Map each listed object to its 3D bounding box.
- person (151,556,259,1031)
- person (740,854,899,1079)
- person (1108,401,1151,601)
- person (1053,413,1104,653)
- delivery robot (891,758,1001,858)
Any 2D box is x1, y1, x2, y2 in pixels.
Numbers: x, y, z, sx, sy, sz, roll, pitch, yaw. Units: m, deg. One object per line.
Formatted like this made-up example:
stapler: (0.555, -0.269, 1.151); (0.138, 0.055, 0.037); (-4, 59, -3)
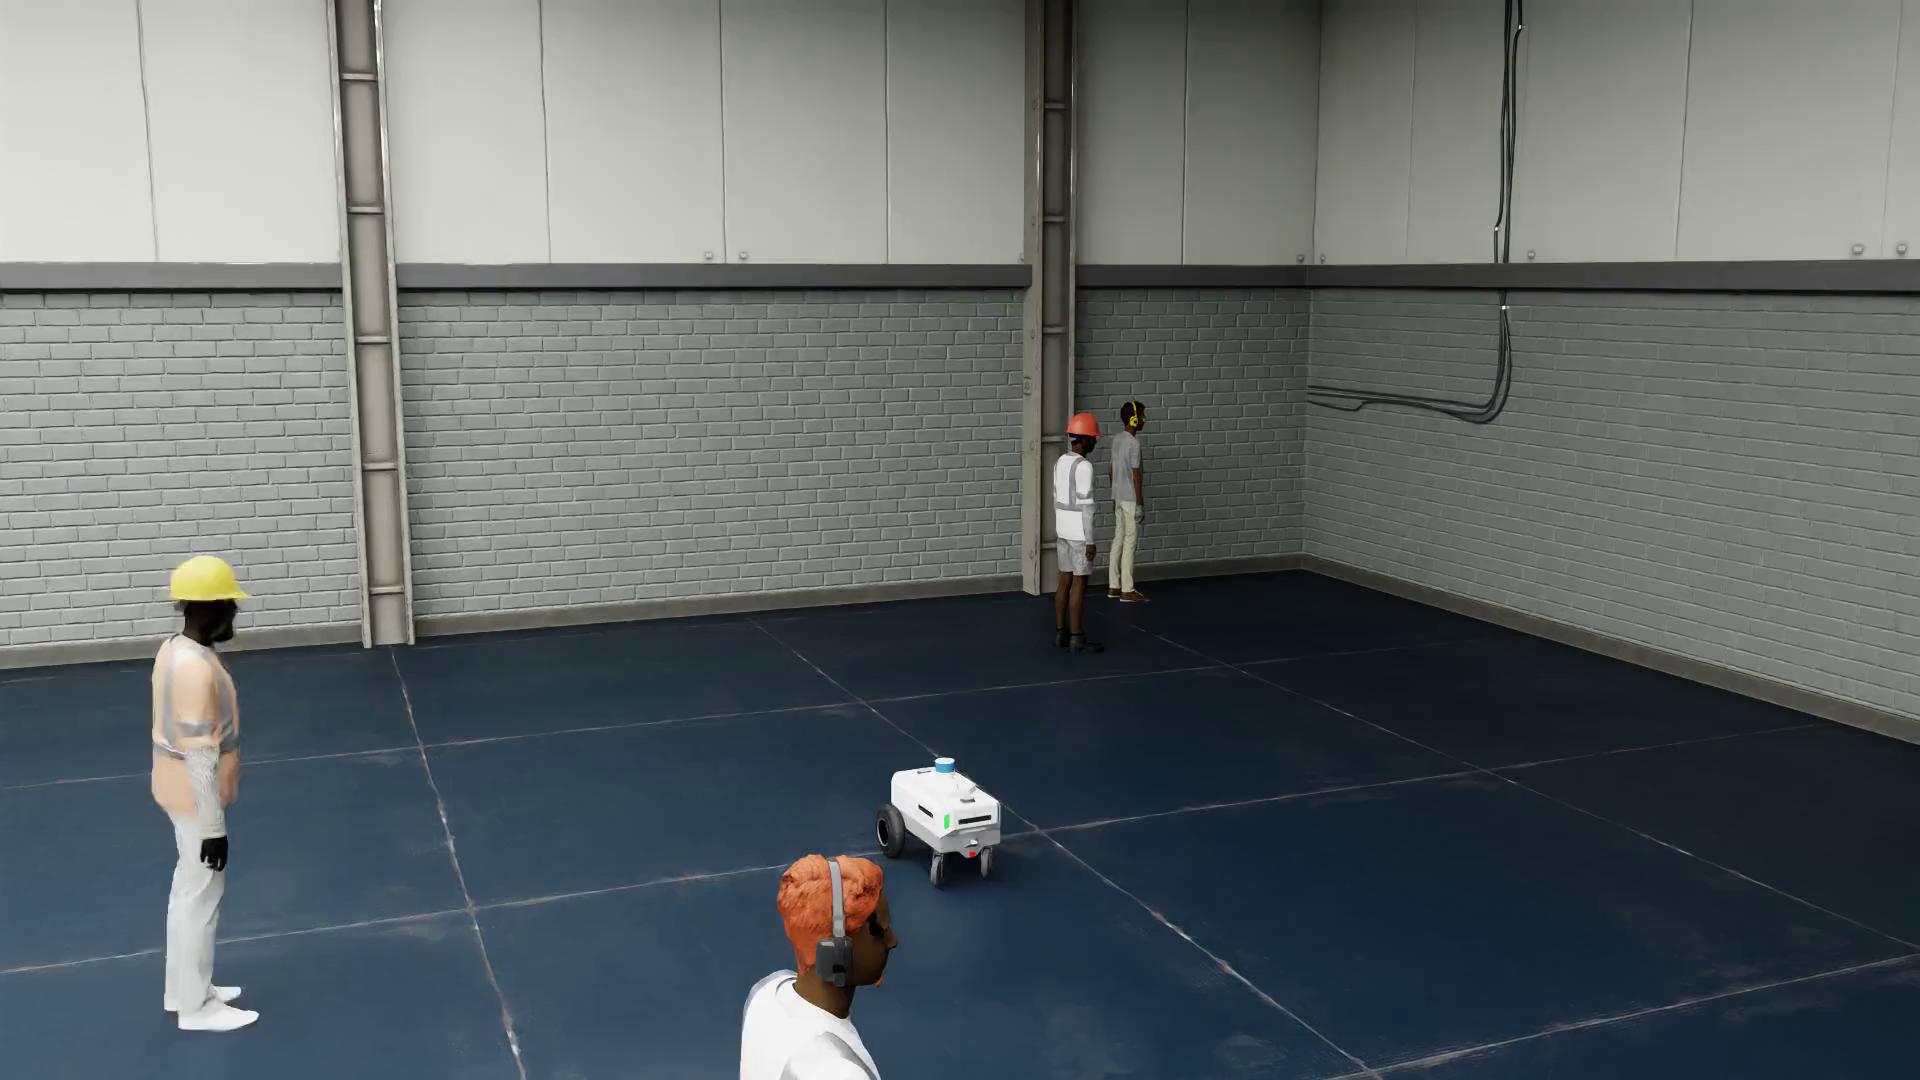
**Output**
person: (-3.061, 1.020, 6.736); (0.452, 1.915, 0.629); (-5, 11, -31)
person: (-0.280, 1.558, 3.425); (0.337, 1.882, 0.584); (-4, 10, -22)
person: (1.576, -0.362, 15.528); (0.310, 1.868, 0.533); (-4, 10, -22)
person: (0.970, -0.058, 13.413); (0.378, 1.932, 0.551); (-4, 10, -22)
delivery robot: (-0.076, 1.361, 8.525); (0.477, 0.478, 0.707); (-4, 10, -26)
